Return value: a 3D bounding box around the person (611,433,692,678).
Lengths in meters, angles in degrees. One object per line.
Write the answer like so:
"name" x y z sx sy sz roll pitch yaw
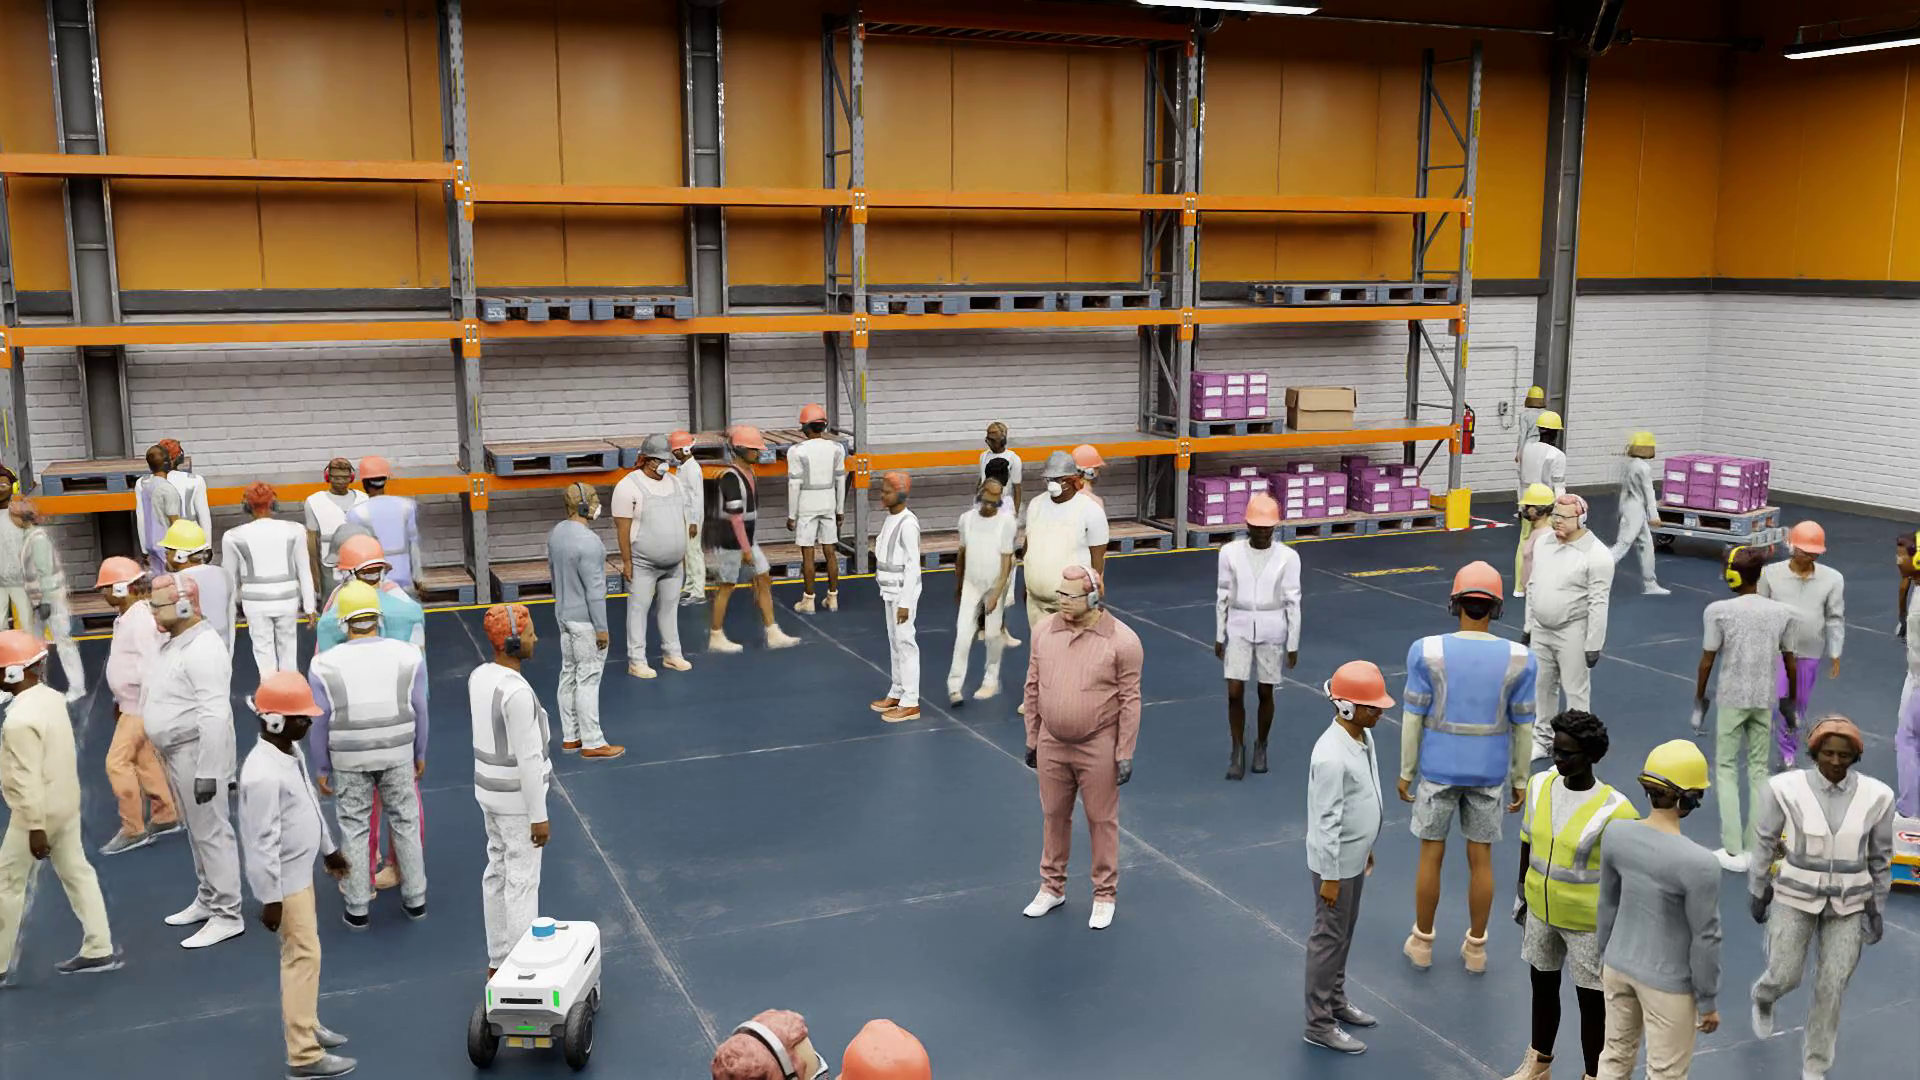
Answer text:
"person" -2.501 0.113 13.760 0.535 2.000 0.680 9 13 43

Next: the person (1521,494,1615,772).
"person" 4.061 0.627 11.225 0.400 1.901 0.646 -5 11 -27

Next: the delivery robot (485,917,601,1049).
"delivery robot" -1.838 1.917 7.373 0.477 0.478 0.707 0 10 2

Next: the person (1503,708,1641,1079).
"person" 2.459 1.508 6.717 0.316 1.695 0.542 -6 12 -31

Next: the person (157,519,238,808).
"person" -4.841 0.777 10.525 0.404 1.837 0.595 3 10 18

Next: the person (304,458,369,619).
"person" -5.074 0.235 13.645 0.388 1.838 0.563 8 13 39

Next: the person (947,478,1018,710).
"person" 0.165 0.413 12.766 0.538 1.784 0.854 3 10 18

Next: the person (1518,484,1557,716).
"person" 4.360 0.452 12.598 0.330 1.768 0.526 3 10 16

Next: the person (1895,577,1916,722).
"person" 6.768 0.591 11.517 0.315 1.865 0.526 -7 12 -37

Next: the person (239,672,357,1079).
"person" -2.849 1.414 7.136 0.395 1.736 0.570 -3 10 -14

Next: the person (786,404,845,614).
"person" -1.412 -0.301 16.146 0.615 2.040 0.379 -6 12 -32

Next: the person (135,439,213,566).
"person" -6.866 0.052 14.572 0.583 1.879 0.338 -3 10 -19

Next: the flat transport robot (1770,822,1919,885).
"flat transport robot" 5.305 1.761 9.360 1.431 0.197 0.652 4 10 20

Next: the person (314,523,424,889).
"person" -3.313 0.905 9.201 0.690 2.000 0.538 7 12 36

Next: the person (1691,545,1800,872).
"person" 4.479 0.957 9.471 0.592 1.845 0.407 0 10 0

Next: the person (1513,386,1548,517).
"person" 7.530 -1.149 21.886 0.493 1.743 0.313 -3 10 -15

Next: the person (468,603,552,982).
"person" -2.086 1.225 7.815 0.356 1.883 0.574 -8 13 -38

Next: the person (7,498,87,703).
"person" -7.137 0.476 12.910 0.525 1.614 0.522 -9 13 -41

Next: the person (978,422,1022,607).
"person" 0.370 -0.254 16.458 0.504 1.840 0.345 7 12 36

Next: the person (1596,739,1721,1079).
"person" 2.551 1.589 6.083 0.337 1.761 0.527 -4 11 -23

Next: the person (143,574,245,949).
"person" -3.904 1.105 8.441 0.404 1.904 0.651 -7 12 -34

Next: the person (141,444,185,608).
"person" -6.884 0.088 14.470 0.508 1.847 0.345 7 12 36

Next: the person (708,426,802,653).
"person" -1.798 0.015 14.436 0.929 2.004 0.617 3 10 15

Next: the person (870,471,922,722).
"person" -0.467 0.415 12.474 0.355 1.884 0.573 -3 10 -16

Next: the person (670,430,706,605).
"person" -2.727 -0.227 16.561 0.345 1.746 0.564 -4 11 -21

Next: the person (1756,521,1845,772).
"person" 5.579 0.724 11.121 0.574 1.728 0.417 2 10 11

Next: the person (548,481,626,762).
"person" -2.604 0.558 11.497 0.373 1.940 0.628 -8 13 -39

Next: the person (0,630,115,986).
"person" -4.510 1.278 7.947 0.807 1.715 0.598 -2 10 -9

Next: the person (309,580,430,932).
"person" -3.052 1.114 8.641 0.586 1.824 0.404 -5 11 -26

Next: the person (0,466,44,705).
"person" -7.342 0.357 12.838 0.510 1.877 0.328 -2 10 -10

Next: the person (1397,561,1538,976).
"person" 2.448 1.107 8.081 0.619 2.029 0.409 1 10 7

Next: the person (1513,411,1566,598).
"person" 5.836 -0.334 16.706 0.394 1.919 0.581 -6 11 -29

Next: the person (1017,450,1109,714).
"person" 0.727 0.340 12.453 0.672 2.000 0.536 6 12 32

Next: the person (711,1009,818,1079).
"person" -0.386 1.937 3.620 0.410 1.913 0.651 -5 11 -25

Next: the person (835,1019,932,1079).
"person" -0.163 1.968 3.901 0.570 1.749 0.342 -8 12 -37

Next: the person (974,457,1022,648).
"person" 0.327 0.108 14.779 0.319 1.697 0.532 -6 12 -33

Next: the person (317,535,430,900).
"person" -3.194 0.957 9.063 0.615 1.987 0.407 -10 14 -44

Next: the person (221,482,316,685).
"person" -5.065 0.486 12.146 0.599 1.848 0.901 -6 11 -31

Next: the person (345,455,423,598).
"person" -4.567 0.285 13.090 0.558 1.920 0.635 -9 13 -42

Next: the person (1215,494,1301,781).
"person" 1.963 0.656 11.010 0.565 1.909 0.747 2 10 13

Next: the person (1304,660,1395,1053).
"person" 1.715 1.377 7.334 0.348 1.745 0.562 5 11 27

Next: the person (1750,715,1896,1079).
"person" 3.588 1.501 6.986 0.516 1.623 0.513 3 10 15

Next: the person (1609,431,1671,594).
"person" 6.820 -0.272 16.955 0.887 1.699 0.489 1 10 7

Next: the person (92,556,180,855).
"person" -4.927 0.962 9.777 0.588 1.719 0.605 -7 12 -34

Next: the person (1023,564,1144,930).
"person" 0.612 1.065 8.668 0.646 1.906 0.408 5 11 26
